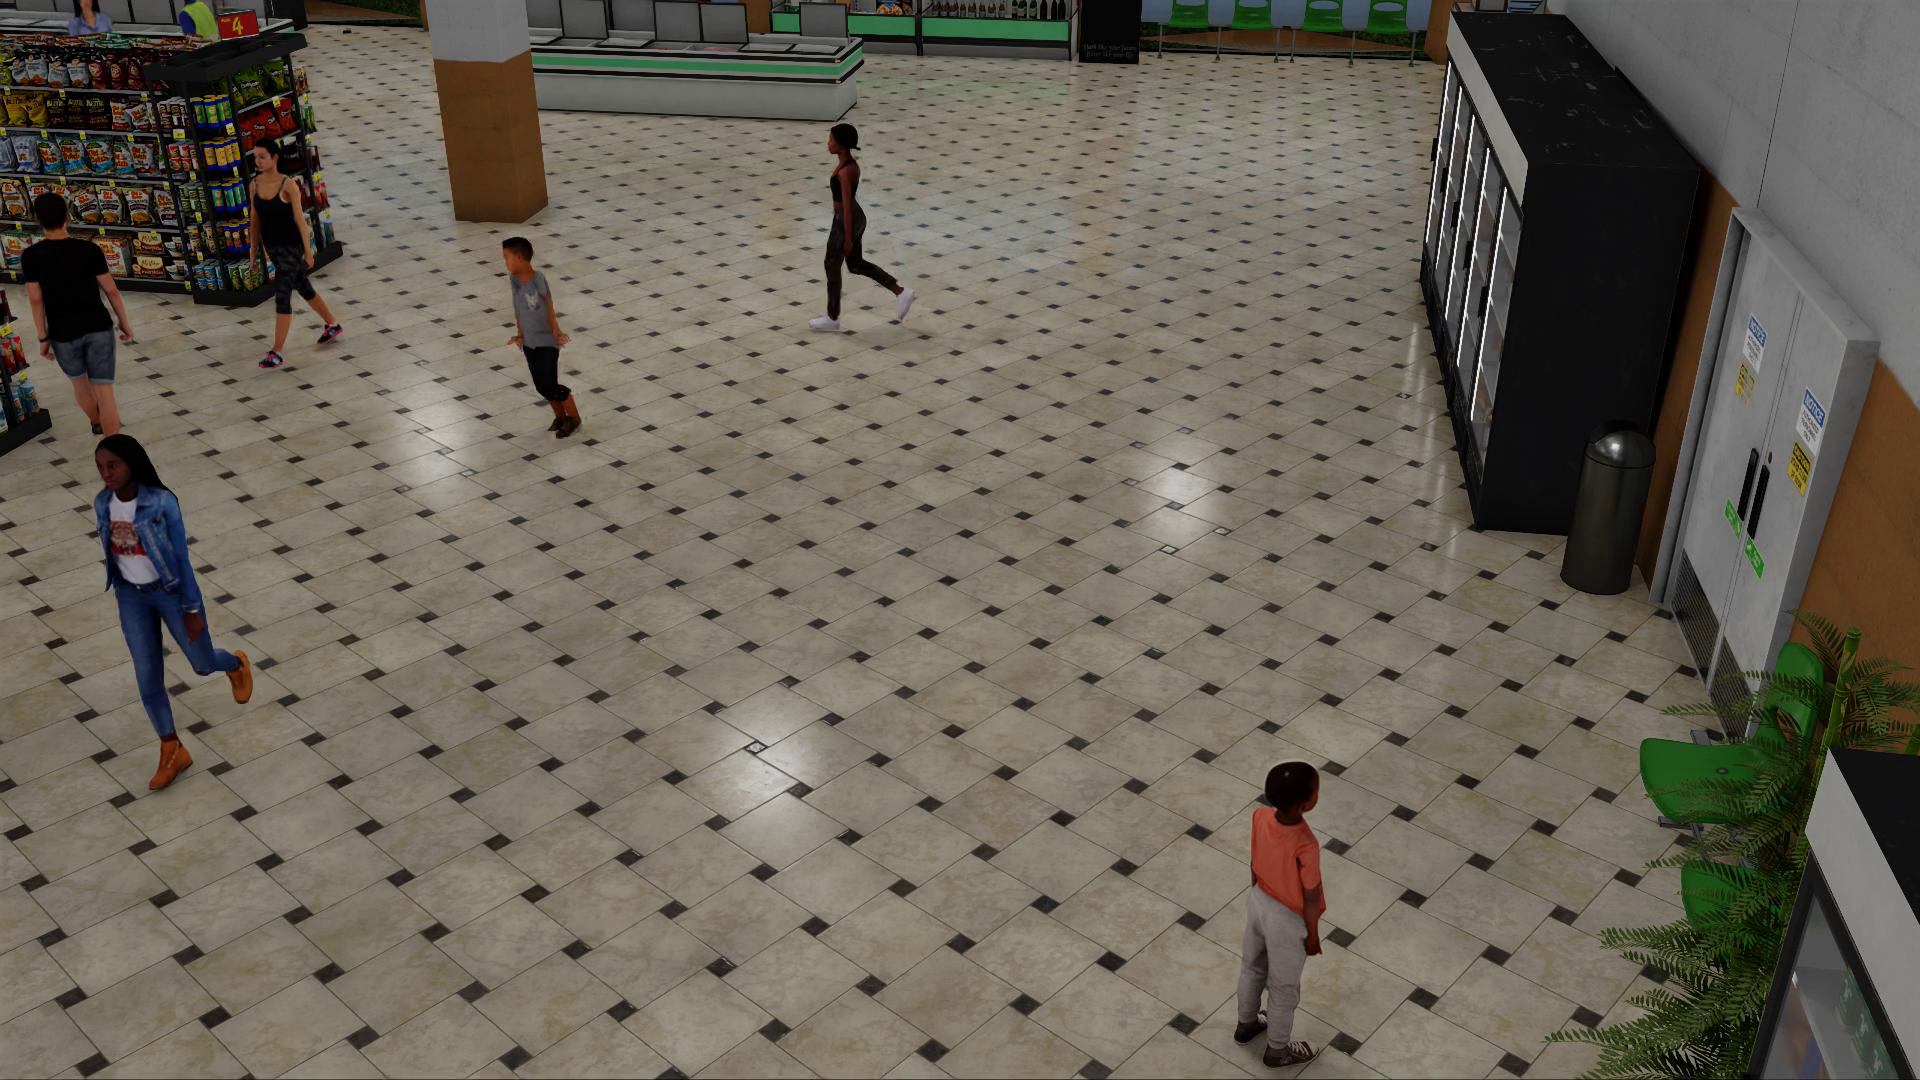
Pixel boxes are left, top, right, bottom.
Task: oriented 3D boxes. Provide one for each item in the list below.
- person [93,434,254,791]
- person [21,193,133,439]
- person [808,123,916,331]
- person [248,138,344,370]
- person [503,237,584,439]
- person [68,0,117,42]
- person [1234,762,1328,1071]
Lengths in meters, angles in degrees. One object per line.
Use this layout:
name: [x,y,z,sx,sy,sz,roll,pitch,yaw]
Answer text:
person: [-3.695,0.277,7.821,0.979,1.691,0.708,3,27,7]
person: [-5.705,-1.298,10.798,1.214,1.807,1.138,-10,29,-19]
person: [-0.800,-2.454,13.230,1.127,1.670,0.679,1,27,1]
person: [-5.106,-2.213,12.748,1.136,1.675,0.791,9,28,18]
person: [-2.875,-1.437,11.481,0.615,1.437,0.742,8,28,15]
person: [-9.877,-5.429,19.069,1.229,1.694,1.064,24,35,39]
person: [1.171,1.365,6.096,0.617,1.311,0.561,-16,31,-29]
